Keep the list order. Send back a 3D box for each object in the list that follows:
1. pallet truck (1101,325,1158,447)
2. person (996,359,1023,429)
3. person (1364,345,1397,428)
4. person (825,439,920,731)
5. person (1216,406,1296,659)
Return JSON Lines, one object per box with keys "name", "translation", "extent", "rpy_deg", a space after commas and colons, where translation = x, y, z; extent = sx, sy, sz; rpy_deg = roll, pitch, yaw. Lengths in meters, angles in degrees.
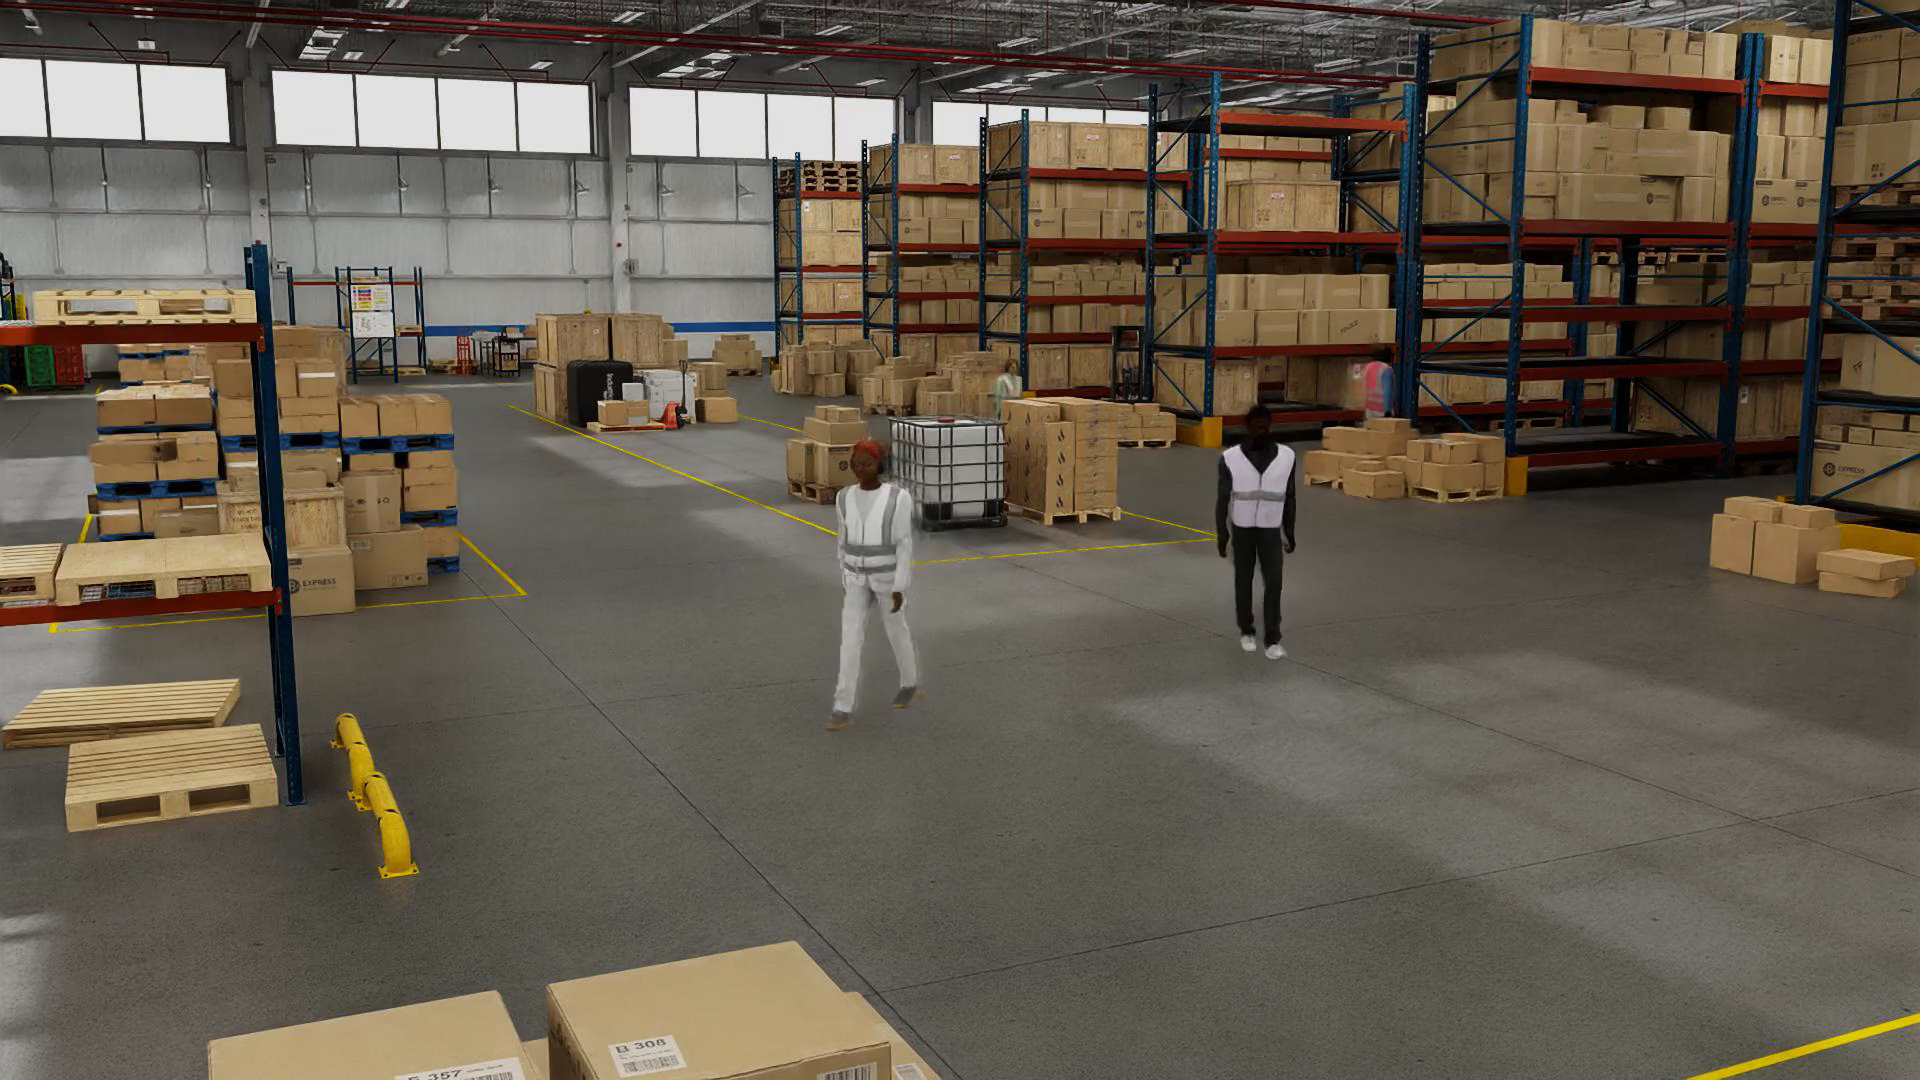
{"name": "pallet truck", "translation": [2.881, -2.596, 27.923], "extent": [0.823, 1.965, 1.885], "rpy_deg": [-1, 9, -7]}
{"name": "person", "translation": [0.739, -1.933, 25.048], "extent": [0.529, 1.593, 0.882], "rpy_deg": [-6, 11, -34]}
{"name": "person", "translation": [6.285, -1.943, 24.437], "extent": [0.848, 1.811, 0.654], "rpy_deg": [-4, 10, -22]}
{"name": "person", "translation": [-0.547, 0.262, 10.737], "extent": [0.580, 1.837, 1.022], "rpy_deg": [4, 10, 23]}
{"name": "person", "translation": [2.228, -0.044, 12.425], "extent": [0.627, 1.881, 0.884], "rpy_deg": [0, 9, 0]}
